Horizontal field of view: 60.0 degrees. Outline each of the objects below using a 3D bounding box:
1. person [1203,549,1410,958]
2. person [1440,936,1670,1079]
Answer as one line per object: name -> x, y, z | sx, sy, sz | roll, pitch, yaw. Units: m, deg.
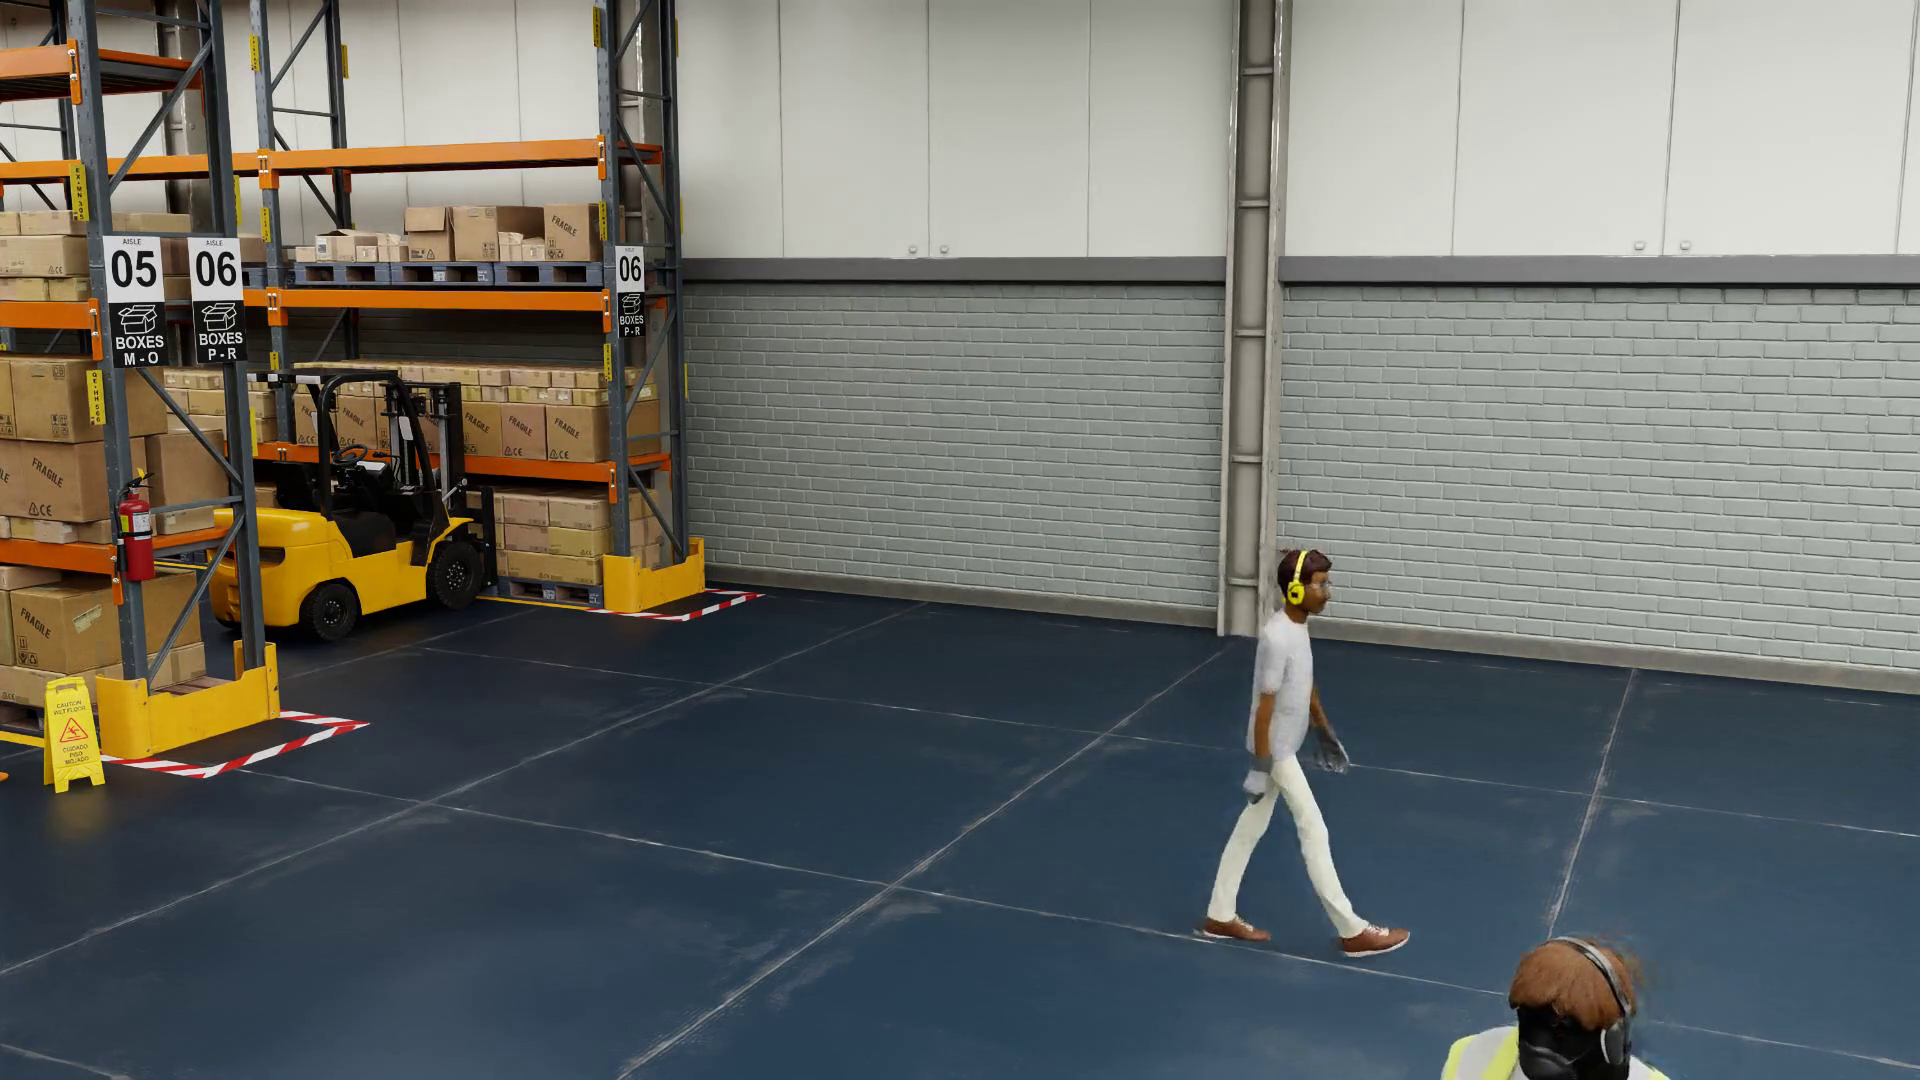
person -> 1.539, 0.944, 7.338 | 0.969, 1.818, 0.497 | 2, 10, 14
person -> 1.129, 1.631, 3.185 | 0.947, 1.789, 0.652 | -8, 13, -42
